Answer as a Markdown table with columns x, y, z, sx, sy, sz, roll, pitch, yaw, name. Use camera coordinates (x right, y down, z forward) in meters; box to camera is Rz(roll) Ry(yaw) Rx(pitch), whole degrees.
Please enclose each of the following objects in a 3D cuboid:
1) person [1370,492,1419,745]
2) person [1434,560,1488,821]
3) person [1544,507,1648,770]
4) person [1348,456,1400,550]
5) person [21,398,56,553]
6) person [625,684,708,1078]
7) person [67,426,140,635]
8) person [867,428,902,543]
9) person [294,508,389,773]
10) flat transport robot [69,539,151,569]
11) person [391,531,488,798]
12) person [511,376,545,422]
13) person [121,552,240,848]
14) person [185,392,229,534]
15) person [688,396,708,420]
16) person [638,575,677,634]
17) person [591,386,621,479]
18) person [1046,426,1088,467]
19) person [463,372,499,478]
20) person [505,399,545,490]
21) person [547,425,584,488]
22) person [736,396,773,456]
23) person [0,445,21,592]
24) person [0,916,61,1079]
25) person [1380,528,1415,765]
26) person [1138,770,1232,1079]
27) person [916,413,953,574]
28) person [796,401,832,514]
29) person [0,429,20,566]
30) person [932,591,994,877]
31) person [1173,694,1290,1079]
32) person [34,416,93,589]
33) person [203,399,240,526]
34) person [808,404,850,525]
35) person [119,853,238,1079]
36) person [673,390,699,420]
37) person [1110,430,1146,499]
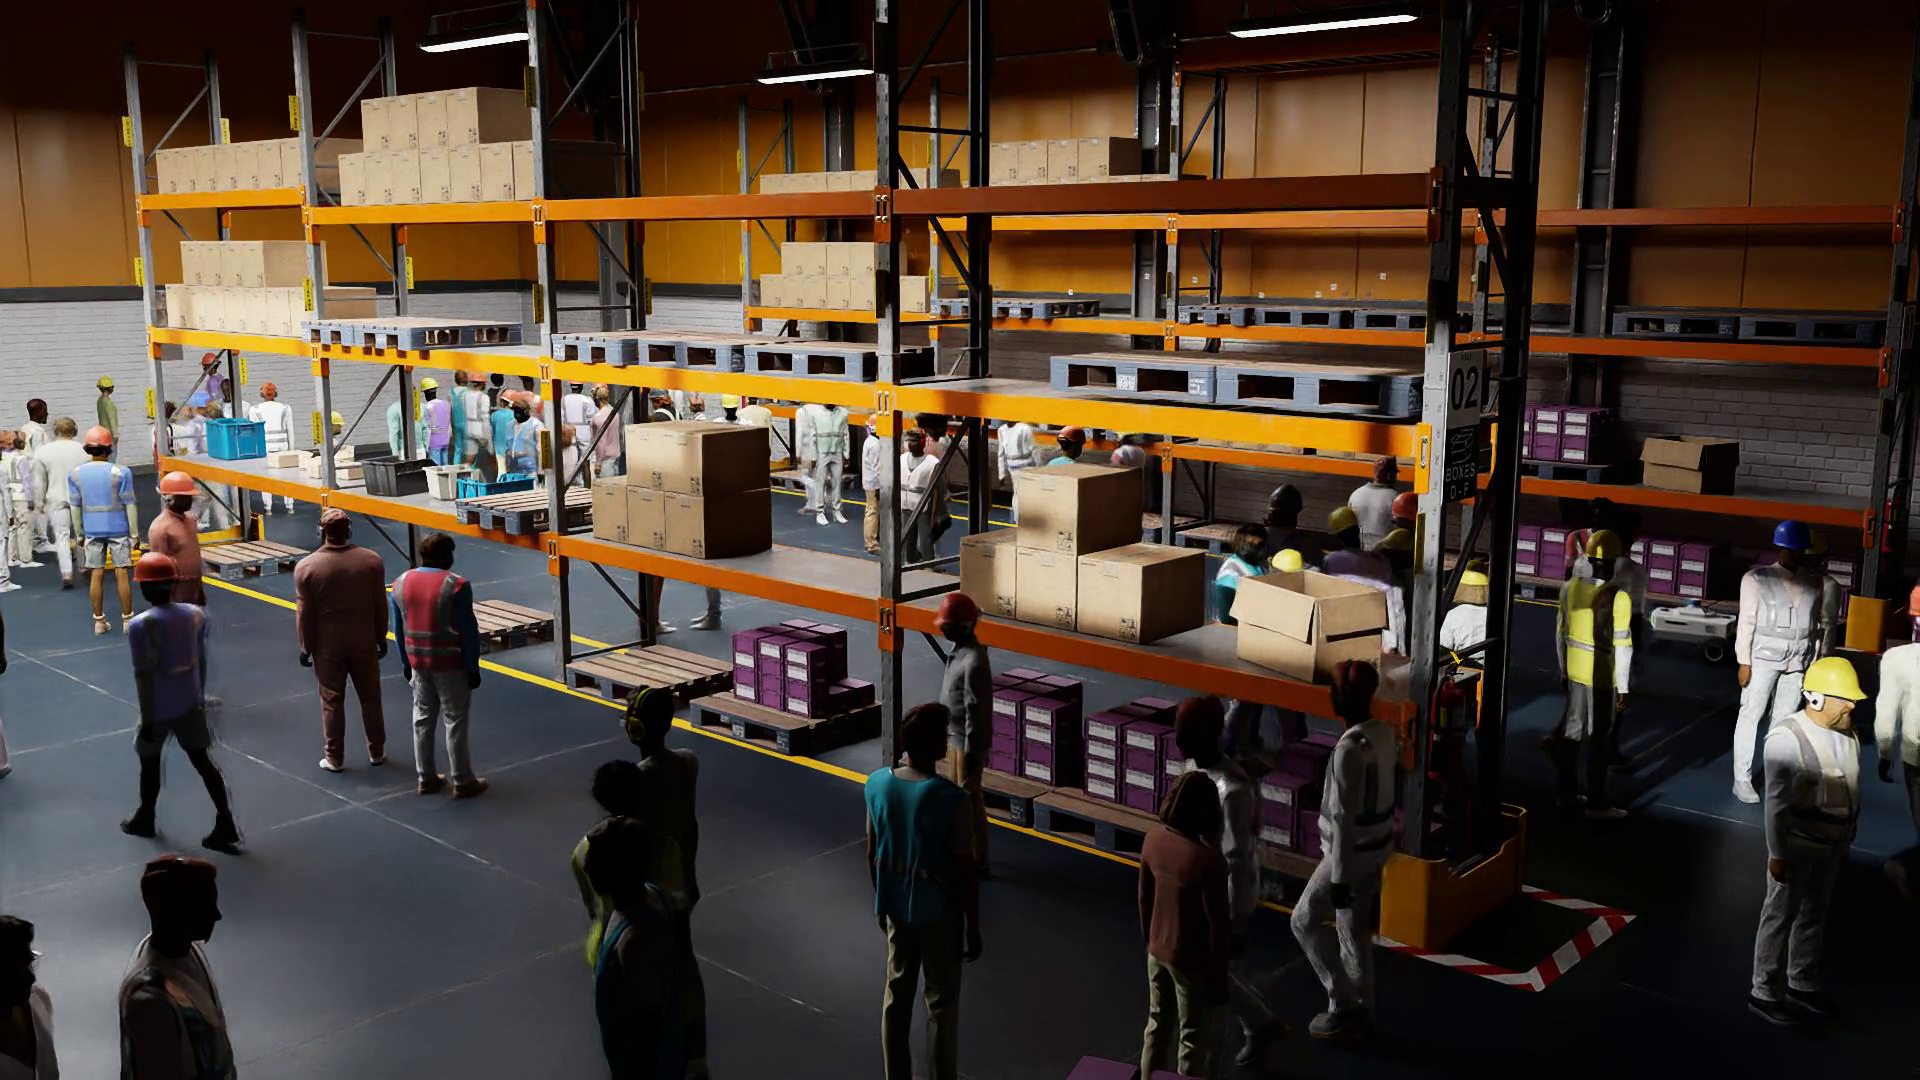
| x | y | z | sx | sy | sz | roll | pitch | yaw | name |
| --- | --- | --- | --- | --- | --- | --- | --- | --- | --- |
| 3.284 | 0.622 | 12.350 | 0.637 | 1.986 | 0.414 | -5 | 11 | -27 | person |
| 3.346 | 0.992 | 10.950 | 0.485 | 1.737 | 0.315 | -1 | 10 | -4 | person |
| 4.581 | 0.723 | 11.889 | 0.669 | 1.947 | 0.620 | -5 | 11 | -26 | person |
| 3.810 | 0.188 | 15.010 | 0.409 | 1.907 | 0.651 | -8 | 13 | -38 | person |
| -11.398 | -0.793 | 20.561 | 0.394 | 1.910 | 0.579 | -8 | 13 | -37 | person |
| -1.338 | 1.556 | 7.375 | 0.323 | 1.870 | 0.518 | 5 | 11 | 26 | person |
| -8.296 | -0.089 | 16.176 | 0.607 | 2.048 | 0.370 | -1 | 10 | -8 | person |
| -0.923 | -0.915 | 21.207 | 0.387 | 1.924 | 0.548 | 9 | 13 | 41 | person |
| -4.449 | 0.720 | 11.997 | 0.638 | 1.911 | 0.406 | -6 | 12 | -32 | person |
| -10.224 | 0.134 | 19.937 | 1.431 | 0.197 | 0.652 | 9 | 14 | 43 | flat transport robot |
| -3.565 | 0.851 | 11.447 | 0.634 | 1.839 | 0.429 | 3 | 11 | 18 | person |
| -6.354 | -1.546 | 24.693 | 0.650 | 1.945 | 0.427 | 2 | 10 | 14 | person |
| -4.941 | 1.005 | 10.460 | 1.006 | 1.889 | 0.564 | 5 | 11 | 28 | person |
| -9.804 | -0.977 | 21.638 | 0.893 | 1.918 | 0.619 | 2 | 10 | 11 | person |
| -3.753 | -1.247 | 23.874 | 0.306 | 1.639 | 0.522 | -5 | 11 | -27 | person |
| -3.005 | -0.023 | 16.207 | 0.401 | 1.908 | 0.597 | -6 | 11 | -29 | person |
| -4.686 | -1.063 | 22.001 | 0.375 | 1.936 | 0.627 | 1 | 10 | 8 | person |
| 1.092 | -0.142 | 16.525 | 0.404 | 2.035 | 0.606 | -6 | 11 | -29 | person |
| -7.232 | -1.636 | 25.334 | 0.553 | 1.892 | 0.962 | 6 | 12 | 31 | person |
| -5.593 | -0.905 | 21.395 | 0.628 | 1.837 | 0.429 | 5 | 11 | 28 | person |
| -4.805 | -0.622 | 20.483 | 0.871 | 1.575 | 0.510 | 3 | 11 | 18 | person |
| -3.014 | -1.371 | 24.251 | 0.575 | 1.749 | 0.335 | -5 | 11 | -26 | person |
| -10.611 | -0.294 | 18.234 | 0.488 | 1.736 | 0.360 | 1 | 10 | 3 | person |
| -2.887 | 1.998 | 4.989 | 0.406 | 1.833 | 0.563 | 0 | 10 | 0 | person |
| 3.178 | 0.773 | 12.196 | 0.326 | 1.736 | 0.487 | 0 | 10 | 1 | person |
| 0.938 | 1.754 | 6.926 | 0.280 | 1.632 | 0.501 | -7 | 12 | -33 | person |
| -0.291 | -0.537 | 18.997 | 0.425 | 1.942 | 0.634 | 1 | 10 | 4 | person |
| -2.049 | -1.245 | 23.243 | 0.617 | 1.869 | 0.583 | 7 | 12 | 33 | person |
| -11.280 | -0.493 | 19.641 | 0.519 | 1.631 | 0.319 | -2 | 10 | -9 | person |
| 0.015 | 1.162 | 9.965 | 0.364 | 1.741 | 0.590 | -2 | 10 | -10 | person |
| 1.176 | 1.566 | 7.336 | 0.556 | 1.866 | 0.601 | -3 | 10 | -14 | person |
| -9.914 | -0.430 | 18.515 | 0.628 | 1.908 | 0.975 | -6 | 12 | -29 | person |
| -9.459 | -0.929 | 21.591 | 0.665 | 1.826 | 0.402 | -3 | 10 | -14 | person |
| -1.784 | -1.170 | 22.679 | 0.590 | 1.912 | 0.390 | -5 | 11 | -28 | person |
| -2.487 | 1.910 | 5.364 | 0.371 | 1.878 | 0.588 | -3 | 11 | -17 | person |
| -4.243 | -1.778 | 26.001 | 0.380 | 1.950 | 0.605 | 3 | 10 | 16 | person |
| 1.883 | -0.473 | 18.975 | 0.418 | 1.820 | 0.620 | 8 | 13 | 38 | person |
